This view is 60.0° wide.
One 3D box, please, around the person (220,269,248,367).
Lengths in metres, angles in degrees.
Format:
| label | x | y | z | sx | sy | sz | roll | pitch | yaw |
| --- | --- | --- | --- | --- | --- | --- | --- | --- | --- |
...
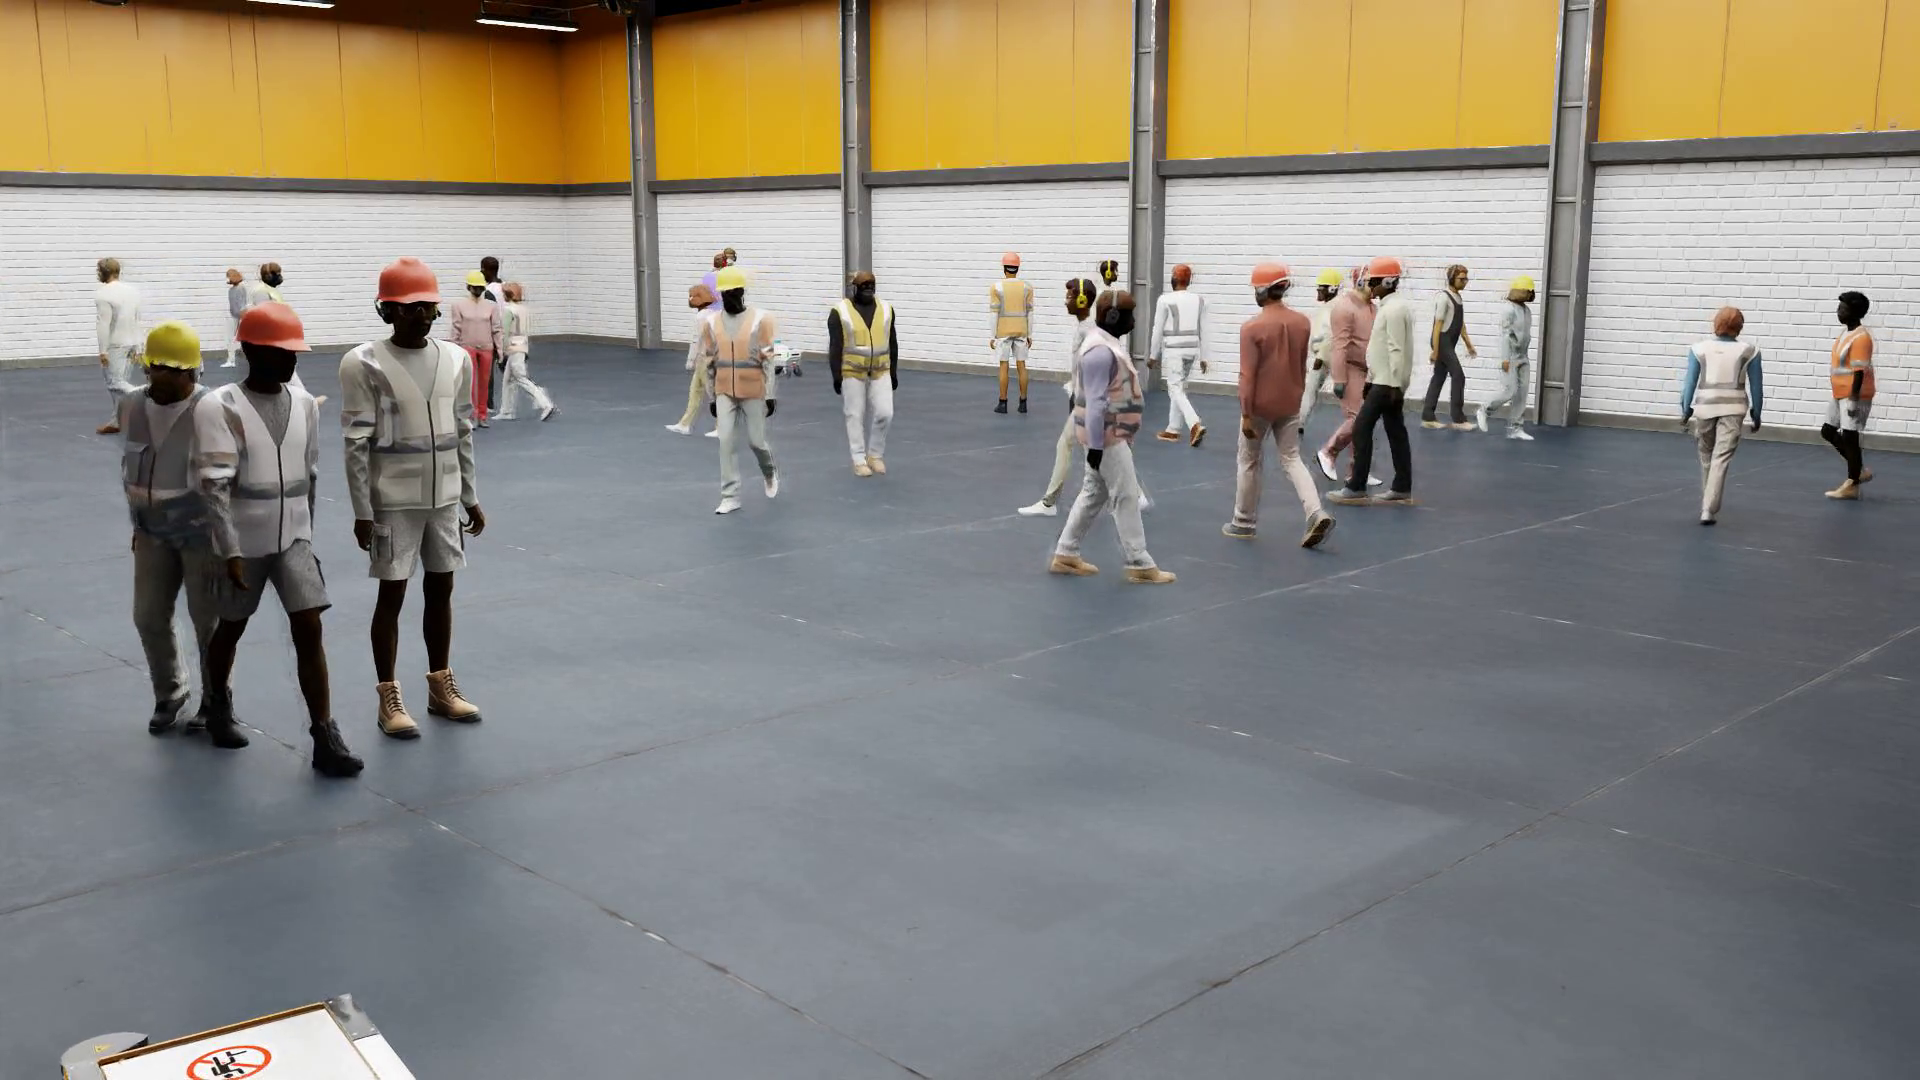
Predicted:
| label | x | y | z | sx | sy | sz | roll | pitch | yaw |
| --- | --- | --- | --- | --- | --- | --- | --- | --- | --- |
| person | -11.705 | -3.630 | 27.147 | 0.496 | 1.598 | 0.781 | 7 | 13 | 35 |

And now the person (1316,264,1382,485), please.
| label | x | y | z | sx | sy | sz | roll | pitch | yaw |
| --- | --- | --- | --- | --- | --- | --- | --- | --- | --- |
| person | 3.387 | -1.397 | 14.172 | 0.464 | 1.887 | 0.664 | 9 | 14 | 41 |

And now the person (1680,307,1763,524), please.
| label | x | y | z | sx | sy | sz | roll | pitch | yaw |
| --- | --- | --- | --- | --- | --- | --- | --- | --- | --- |
| person | 5.714 | -0.939 | 12.455 | 0.539 | 1.588 | 0.870 | 8 | 13 | 37 |

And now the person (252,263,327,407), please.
| label | x | y | z | sx | sy | sz | roll | pitch | yaw |
| --- | --- | --- | --- | --- | --- | --- | --- | --- | --- |
| person | -8.158 | -2.427 | 20.033 | 0.927 | 1.794 | 0.654 | -2 | 11 | -12 |

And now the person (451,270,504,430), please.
| label | x | y | z | sx | sy | sz | roll | pitch | yaw |
| --- | --- | --- | --- | --- | --- | --- | --- | --- | --- |
| person | -5.273 | -2.074 | 18.250 | 0.544 | 1.738 | 0.716 | -5 | 12 | -27 |

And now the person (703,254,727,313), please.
| label | x | y | z | sx | sy | sz | roll | pitch | yaw |
| --- | --- | --- | --- | --- | --- | --- | --- | --- | --- |
| person | -3.711 | -3.504 | 25.780 | 0.570 | 1.845 | 0.381 | 4 | 11 | 21 |

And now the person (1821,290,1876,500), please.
| label | x | y | z | sx | sy | sz | roll | pitch | yaw |
| --- | --- | --- | --- | --- | --- | --- | --- | --- | --- |
| person | 7.167 | -1.158 | 13.393 | 0.341 | 1.685 | 0.559 | 2 | 11 | 13 |

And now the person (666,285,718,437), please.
| label | x | y | z | sx | sy | sz | roll | pitch | yaw |
| --- | --- | --- | --- | --- | --- | --- | --- | --- | --- |
| person | -2.815 | -1.883 | 17.580 | 0.775 | 1.597 | 0.527 | 0 | 10 | 2 |

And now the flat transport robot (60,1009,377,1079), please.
| label | x | y | z | sx | sy | sz | roll | pitch | yaw |
| --- | --- | --- | --- | --- | --- | --- | --- | --- | --- |
| flat transport robot | -1.471 | 1.357 | 3.573 | 0.652 | 0.197 | 1.431 | -7 | 13 | -35 |

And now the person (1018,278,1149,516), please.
| label | x | y | z | sx | sy | sz | roll | pitch | yaw |
| --- | --- | --- | --- | --- | --- | --- | --- | --- | --- |
| person | 0.983 | -1.071 | 12.609 | 0.988 | 1.826 | 0.544 | 1 | 10 | 6 |

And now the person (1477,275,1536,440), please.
| label | x | y | z | sx | sy | sz | roll | pitch | yaw |
| --- | --- | --- | --- | --- | --- | --- | --- | --- | --- |
| person | 5.766 | -1.914 | 17.430 | 0.495 | 1.725 | 0.525 | -8 | 13 | -38 |

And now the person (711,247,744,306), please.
| label | x | y | z | sx | sy | sz | roll | pitch | yaw |
| --- | --- | --- | --- | --- | --- | --- | --- | --- | --- |
| person | -3.735 | -3.752 | 26.898 | 0.627 | 1.936 | 0.373 | -9 | 14 | -41 |

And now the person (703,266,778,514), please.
| label | x | y | z | sx | sy | sz | roll | pitch | yaw |
| --- | --- | --- | --- | --- | --- | --- | --- | --- | --- |
| person | -1.689 | -1.177 | 12.946 | 0.596 | 1.903 | 0.729 | 2 | 11 | 12 |

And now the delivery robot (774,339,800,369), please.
| label | x | y | z | sx | sy | sz | roll | pitch | yaw |
| --- | --- | --- | --- | --- | --- | --- | --- | --- | --- |
| delivery robot | -2.757 | -2.792 | 25.168 | 0.707 | 0.478 | 0.477 | 7 | 13 | 34 |

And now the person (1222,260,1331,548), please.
| label | x | y | z | sx | sy | sz | roll | pitch | yaw |
| --- | --- | --- | --- | --- | --- | --- | --- | --- | --- |
| person | 2.177 | -0.931 | 11.417 | 0.614 | 1.969 | 0.898 | -5 | 11 | -24 |

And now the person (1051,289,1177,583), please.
| label | x | y | z | sx | sy | sz | roll | pitch | yaw |
| --- | --- | --- | --- | --- | --- | --- | --- | --- | --- |
| person | 0.930 | -0.631 | 10.296 | 0.814 | 1.822 | 0.643 | 2 | 10 | 8 |

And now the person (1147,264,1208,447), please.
| label | x | y | z | sx | sy | sz | roll | pitch | yaw |
| --- | --- | --- | --- | --- | --- | --- | --- | --- | --- |
| person | 2.281 | -1.883 | 16.953 | 0.574 | 1.855 | 0.871 | -6 | 12 | -30 |

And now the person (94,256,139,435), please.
| label | x | y | z | sx | sy | sz | roll | pitch | yaw |
| --- | --- | --- | --- | --- | --- | --- | --- | --- | --- |
| person | -8.869 | -2.045 | 17.650 | 0.769 | 1.918 | 0.636 | 1 | 10 | 5 |

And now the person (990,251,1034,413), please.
| label | x | y | z | sx | sy | sz | roll | pitch | yaw |
| --- | --- | --- | --- | --- | --- | --- | --- | --- | --- |
| person | 0.612 | -2.484 | 19.973 | 0.543 | 1.938 | 0.356 | -2 | 11 | -12 |

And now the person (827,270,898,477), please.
| label | x | y | z | sx | sy | sz | roll | pitch | yaw |
| --- | --- | --- | --- | --- | --- | --- | --- | --- | --- |
| person | -0.838 | -1.462 | 14.697 | 0.658 | 1.828 | 0.480 | -4 | 11 | -20 |

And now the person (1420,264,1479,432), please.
| label | x | y | z | sx | sy | sz | roll | pitch | yaw |
| --- | --- | --- | --- | --- | --- | --- | --- | --- | --- |
| person | 5.419 | -2.085 | 18.134 | 0.780 | 1.807 | 0.494 | 5 | 12 | 27 |

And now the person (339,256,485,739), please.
| label | x | y | z | sx | sy | sz | roll | pitch | yaw |
| --- | --- | --- | --- | --- | --- | --- | --- | --- | --- |
| person | -2.313 | -0.183 | 7.132 | 0.395 | 2.042 | 0.611 | 9 | 14 | 41 |

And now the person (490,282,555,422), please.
| label | x | y | z | sx | sy | sz | roll | pitch | yaw |
| --- | --- | --- | --- | --- | --- | --- | --- | --- | --- |
| person | -5.041 | -2.156 | 19.085 | 0.783 | 1.612 | 0.514 | 1 | 10 | 4 |

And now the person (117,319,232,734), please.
| label | x | y | z | sx | sy | sz | roll | pitch | yaw |
| --- | --- | --- | --- | --- | --- | --- | --- | --- | --- |
| person | -3.270 | -0.034 | 7.020 | 0.623 | 1.789 | 0.508 | 2 | 11 | 10 |

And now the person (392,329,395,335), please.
| label | x | y | z | sx | sy | sz | roll | pitch | yaw |
| --- | --- | --- | --- | --- | --- | --- | --- | --- | --- |
| person | -8.421 | -3.280 | 24.987 | 0.593 | 1.674 | 0.558 | -5 | 12 | -27 |

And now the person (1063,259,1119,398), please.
| label | x | y | z | sx | sy | sz | roll | pitch | yaw |
| --- | --- | --- | --- | --- | --- | --- | --- | --- | --- |
| person | 1.749 | -2.588 | 20.825 | 0.859 | 1.844 | 0.533 | 1 | 10 | 4 |

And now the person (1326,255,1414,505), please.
| label | x | y | z | sx | sy | sz | roll | pitch | yaw |
| --- | --- | --- | --- | --- | --- | --- | --- | --- | --- |
| person | 3.241 | -1.250 | 13.141 | 0.812 | 1.964 | 0.662 | 2 | 11 | 12 |

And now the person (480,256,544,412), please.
| label | x | y | z | sx | sy | sz | roll | pitch | yaw |
| --- | --- | --- | --- | --- | --- | --- | --- | --- | --- |
| person | -5.507 | -2.472 | 20.049 | 0.819 | 1.892 | 0.599 | 1 | 10 | 5 |

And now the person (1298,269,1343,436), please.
| label | x | y | z | sx | sy | sz | roll | pitch | yaw |
| --- | --- | --- | --- | --- | --- | --- | --- | --- | --- |
| person | 3.915 | -1.966 | 17.590 | 0.956 | 1.784 | 0.580 | -1 | 10 | -6 |

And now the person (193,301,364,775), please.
| label | x | y | z | sx | sy | sz | roll | pitch | yaw |
| --- | --- | --- | --- | --- | --- | --- | --- | --- | --- |
| person | -2.818 | -0.019 | 6.725 | 1.032 | 1.888 | 0.550 | 9 | 14 | 40 |
